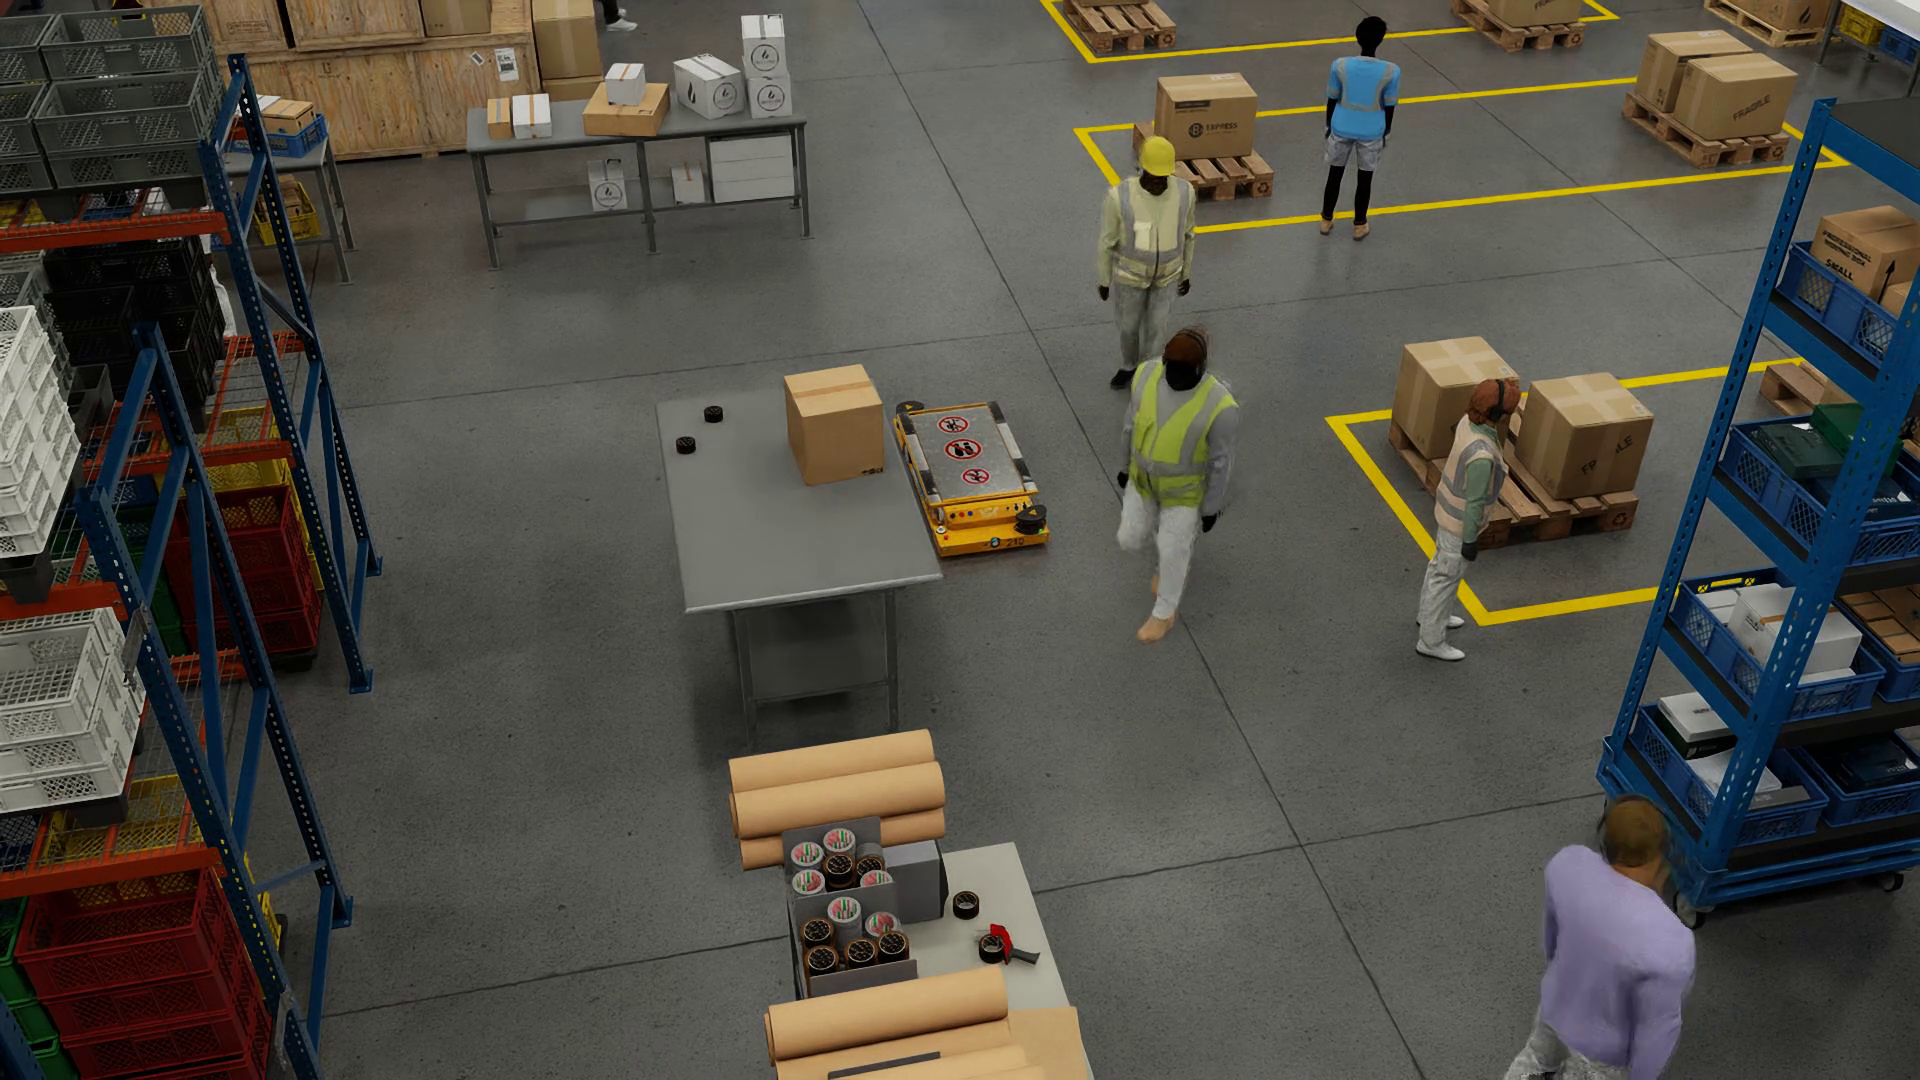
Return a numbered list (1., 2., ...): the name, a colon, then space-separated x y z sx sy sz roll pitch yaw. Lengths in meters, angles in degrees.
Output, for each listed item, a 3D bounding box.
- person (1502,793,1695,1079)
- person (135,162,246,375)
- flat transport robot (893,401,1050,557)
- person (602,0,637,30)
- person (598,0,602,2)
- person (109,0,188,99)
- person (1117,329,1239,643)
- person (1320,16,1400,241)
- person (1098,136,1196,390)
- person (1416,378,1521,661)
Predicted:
1. person: 2.234 1.729 5.867 0.368 1.897 0.743 -11 38 -15
2. person: -5.091 -1.970 10.836 0.574 1.886 0.356 18 40 23
3. flat transport robot: 0.046 -0.430 10.108 0.652 0.197 1.431 -8 37 -10
4. person: -3.440 -5.936 16.162 0.472 1.901 0.619 -28 45 -33
5. person: -3.638 -6.456 16.847 0.651 1.907 0.409 -19 41 -24
6. person: -5.969 -3.151 12.436 0.510 1.872 0.328 -17 40 -21
7. person: 1.098 -0.299 8.641 0.654 1.822 0.462 28 45 32
8. person: 2.979 -3.077 12.487 0.535 1.694 0.319 14 39 18
9. person: 1.171 -1.709 10.544 0.614 1.818 0.456 -5 37 -6
10. person: 2.586 -0.113 8.552 0.309 1.634 0.514 6 37 8
